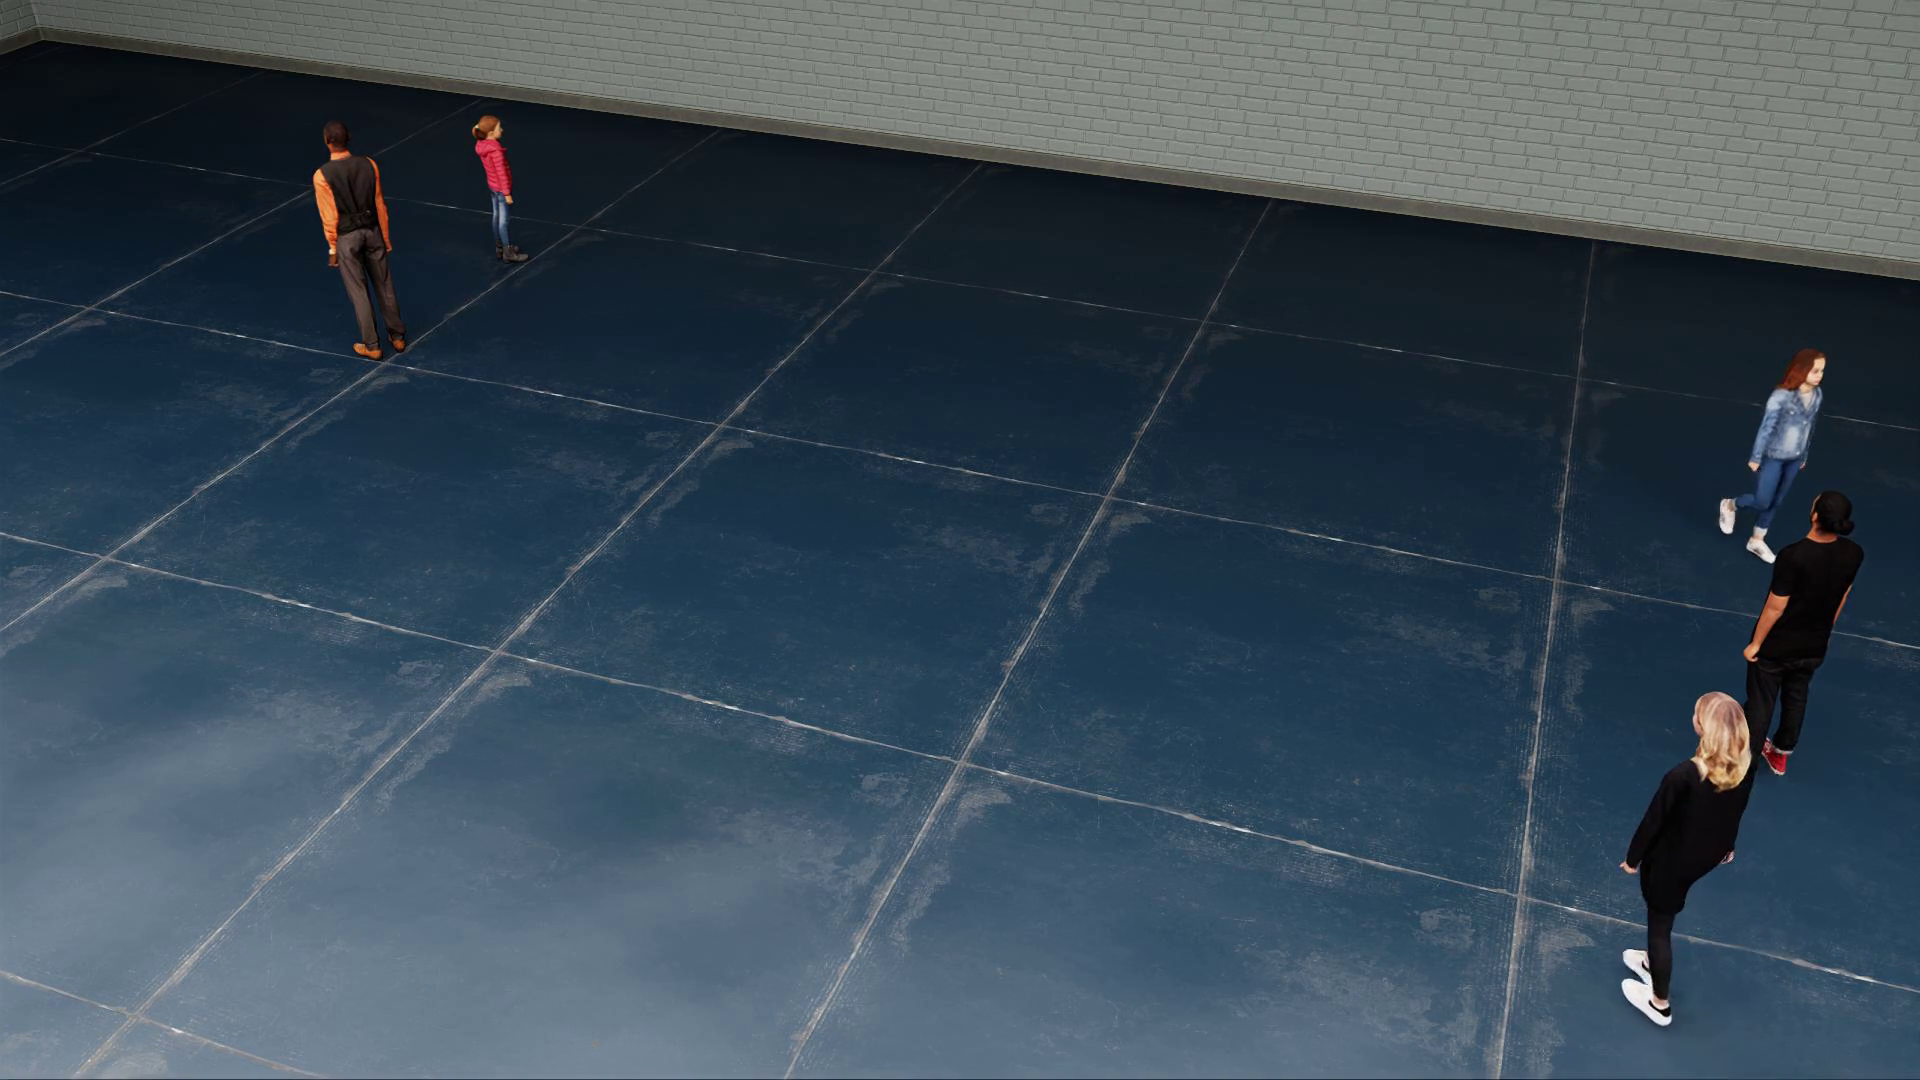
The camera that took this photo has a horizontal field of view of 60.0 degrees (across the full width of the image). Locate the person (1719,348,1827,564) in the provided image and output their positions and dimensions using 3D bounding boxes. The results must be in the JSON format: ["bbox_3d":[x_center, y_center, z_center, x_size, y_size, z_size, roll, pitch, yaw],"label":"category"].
[{"bbox_3d":[5.213,-0.576,10.671,0.790,1.469,0.857,-12,35,-18],"label":"person"}]

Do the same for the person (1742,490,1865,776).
[{"bbox_3d":[4.370,0.512,8.734,0.710,1.758,0.722,-7,34,-10],"label":"person"}]

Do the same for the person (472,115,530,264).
[{"bbox_3d":[-4.081,-3.107,14.701,0.643,1.318,0.598,-19,38,-27],"label":"person"}]

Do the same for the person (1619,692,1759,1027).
[{"bbox_3d":[3.218,1.461,7.252,0.778,1.781,0.832,-12,35,-18],"label":"person"}]

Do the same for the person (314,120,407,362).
[{"bbox_3d":[-4.680,-2.333,12.970,0.717,1.908,0.847,-27,42,-35],"label":"person"}]
